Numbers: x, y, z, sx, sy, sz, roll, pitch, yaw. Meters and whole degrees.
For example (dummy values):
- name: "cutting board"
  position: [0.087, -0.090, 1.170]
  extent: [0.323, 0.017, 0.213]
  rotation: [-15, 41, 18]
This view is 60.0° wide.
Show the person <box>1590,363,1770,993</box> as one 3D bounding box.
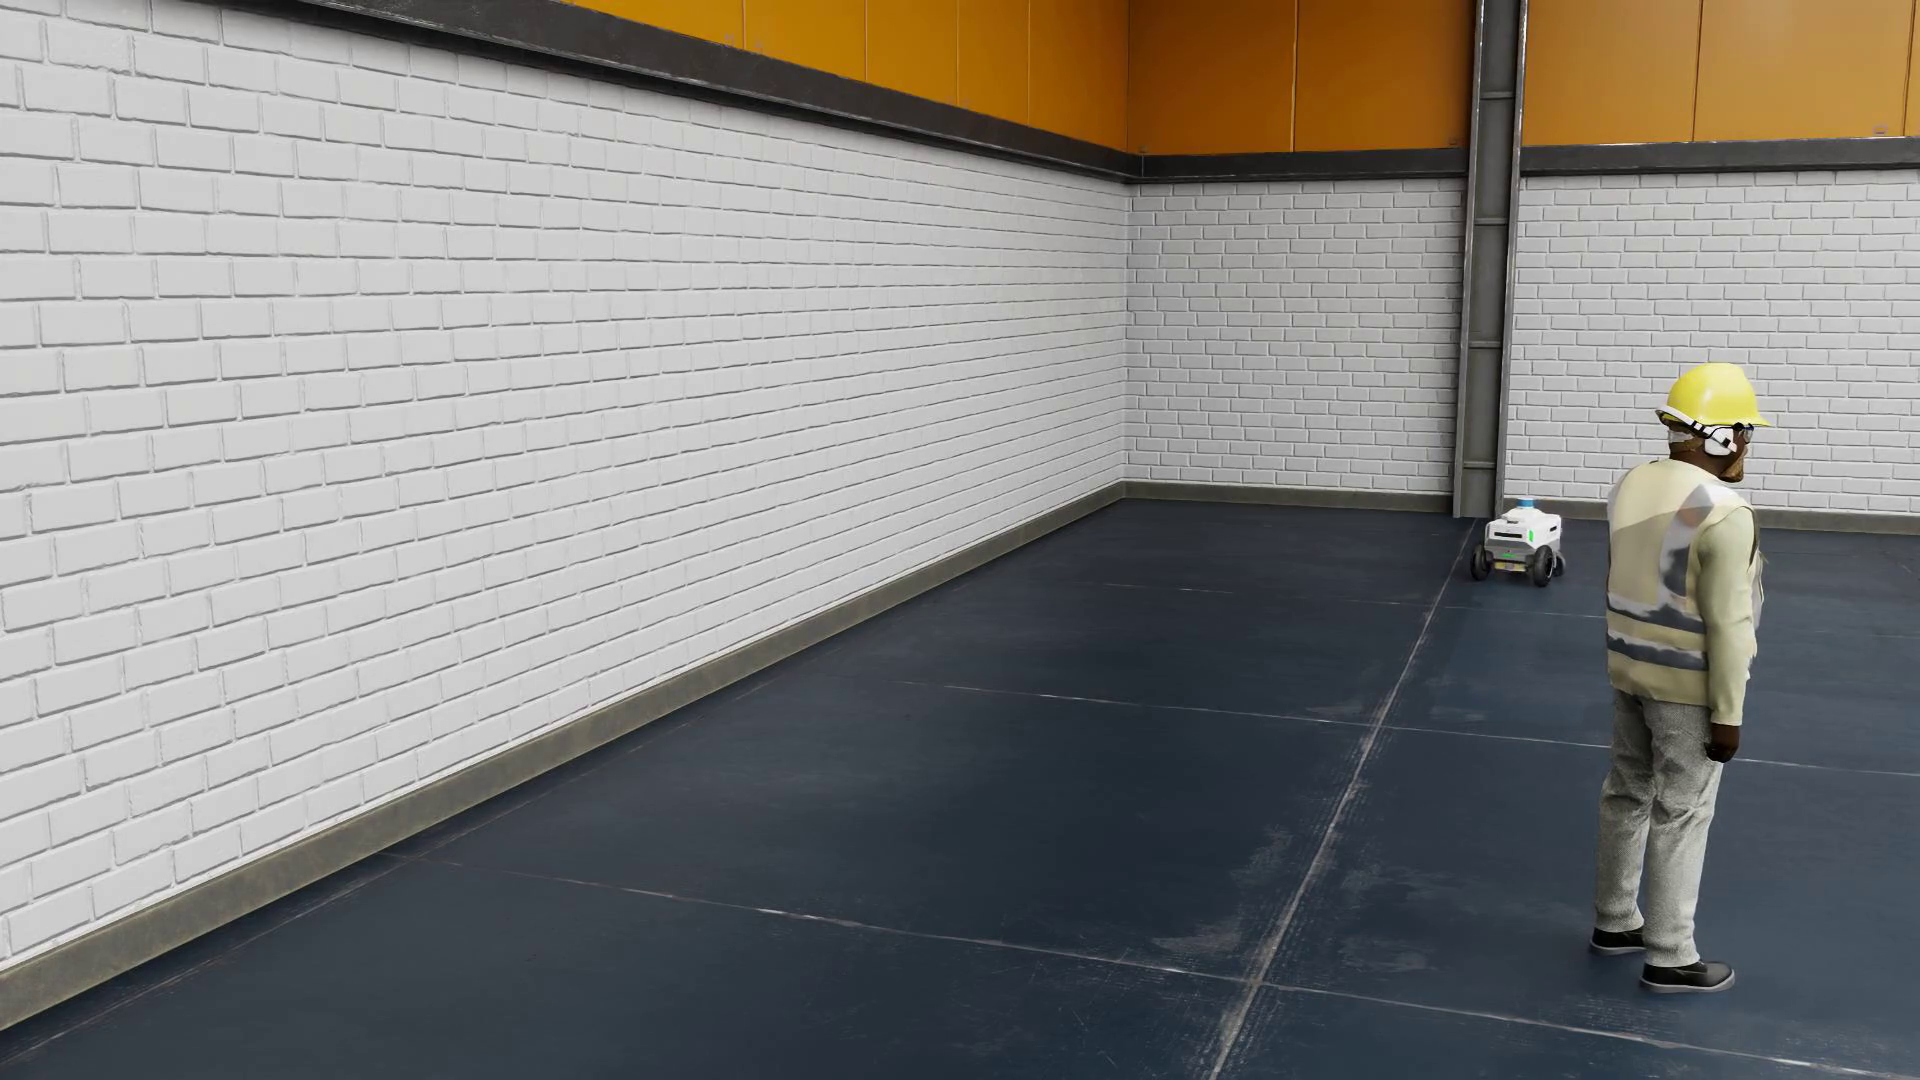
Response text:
- name: "person"
  position: [2.097, 0.400, 4.841]
  extent: [0.403, 1.825, 0.592]
  rotation: [-2, 9, -11]

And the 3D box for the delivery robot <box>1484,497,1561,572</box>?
- name: "delivery robot"
  position: [3.832, -0.047, 11.312]
  extent: [0.477, 0.478, 0.707]
  rotation: [6, 11, 34]
